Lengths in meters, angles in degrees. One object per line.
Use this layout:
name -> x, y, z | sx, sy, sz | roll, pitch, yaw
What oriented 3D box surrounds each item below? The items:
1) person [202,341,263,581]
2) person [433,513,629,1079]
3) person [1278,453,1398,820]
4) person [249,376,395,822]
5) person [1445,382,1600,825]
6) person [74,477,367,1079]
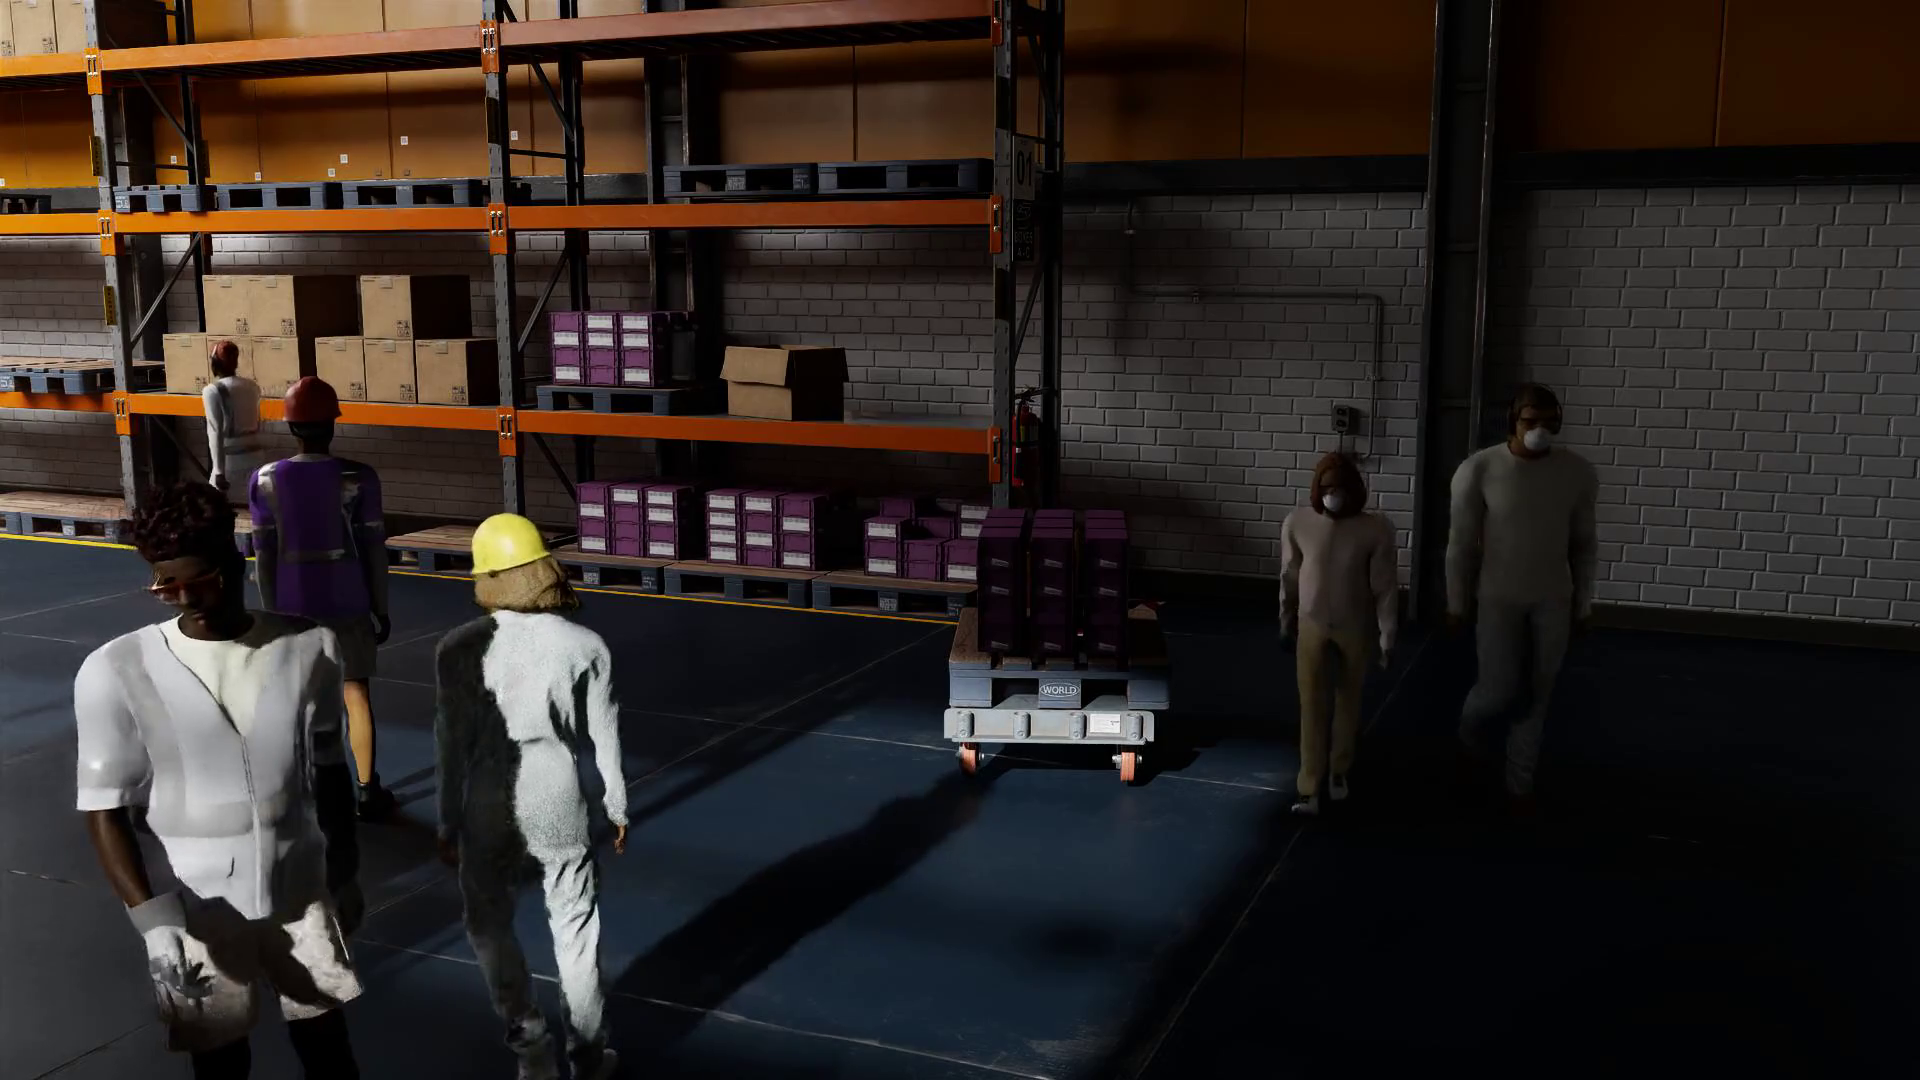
person -> -5.575, -0.596, 12.662 | 1.000, 1.824, 0.593 | 4, 10, 22
person -> -1.199, 0.785, 4.699 | 0.547, 1.725, 0.390 | -3, 10, -16
person -> 1.637, 0.423, 7.270 | 0.522, 1.584, 0.807 | 3, 10, 17
person -> -2.733, 0.268, 7.163 | 0.545, 1.942, 0.352 | -2, 10, -11
person -> 2.440, 0.267, 7.261 | 0.634, 1.923, 0.487 | 0, 9, -3
person -> -1.640, 0.827, 3.820 | 0.649, 1.938, 0.511 | -9, 13, -42
